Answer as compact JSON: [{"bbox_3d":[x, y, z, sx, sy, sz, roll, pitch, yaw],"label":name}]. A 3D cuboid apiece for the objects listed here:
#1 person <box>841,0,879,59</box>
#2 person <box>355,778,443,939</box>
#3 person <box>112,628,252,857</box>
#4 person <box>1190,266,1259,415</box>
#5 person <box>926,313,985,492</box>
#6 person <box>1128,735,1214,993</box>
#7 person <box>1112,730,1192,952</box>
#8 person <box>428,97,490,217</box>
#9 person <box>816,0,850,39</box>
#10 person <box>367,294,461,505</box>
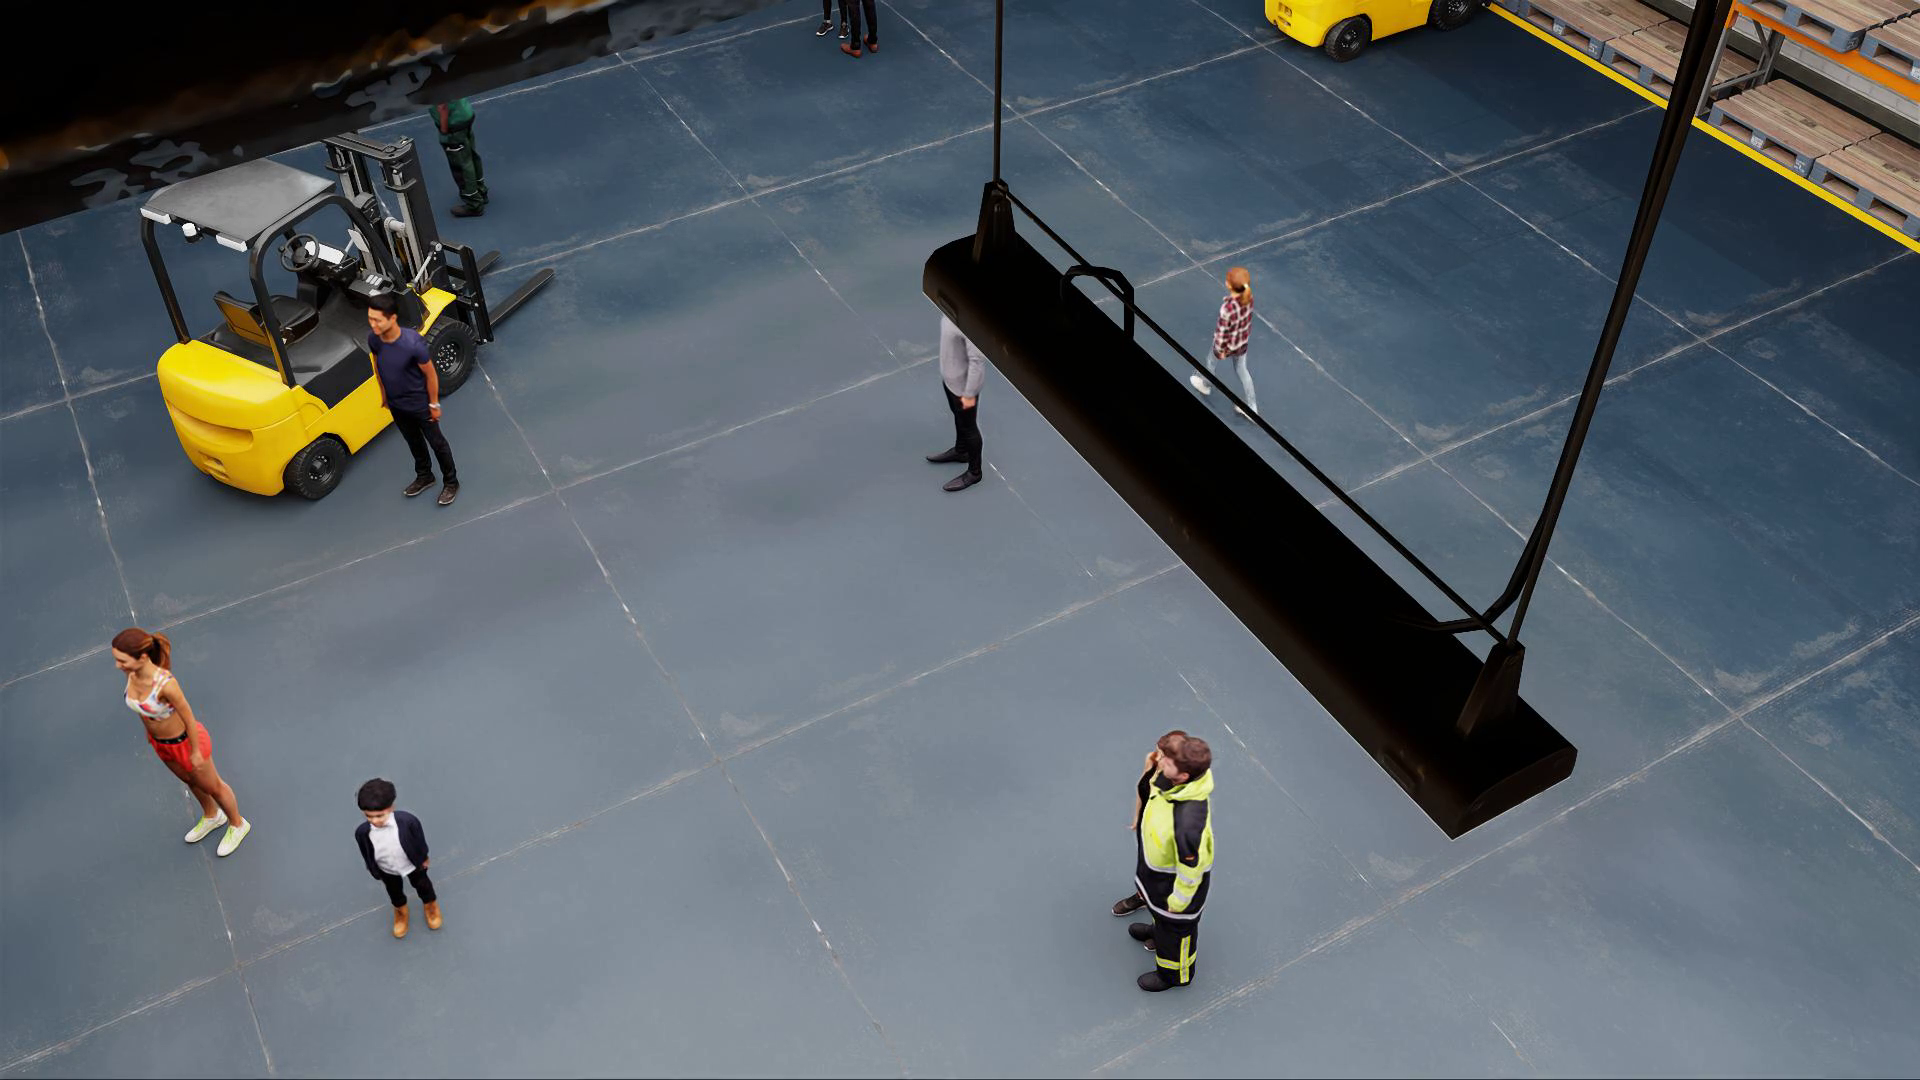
[{"bbox_3d":[-1.049,-5.845,16.906,0.720,1.882,0.570,-26,50,-25],"label":"person"},{"bbox_3d":[-3.176,1.775,9.385,0.550,1.223,0.542,-10,44,-10],"label":"person"},{"bbox_3d":[-4.520,1.152,9.627,0.653,1.791,0.733,20,47,20],"label":"person"},{"bbox_3d":[2.146,-1.515,12.795,0.573,1.283,0.923,-26,50,-25],"label":"person"},{"bbox_3d":[0.022,-1.202,12.004,0.848,1.922,0.625,-13,45,-13],"label":"person"},{"bbox_3d":[1.158,1.720,8.894,0.930,1.980,0.784,-2,44,-2],"label":"person"},{"bbox_3d":[1.134,1.624,9.178,0.621,1.726,0.451,-23,48,-22],"label":"person"},{"bbox_3d":[-4.478,-3.722,14.709,0.849,1.839,0.759,5,44,5],"label":"person"},{"bbox_3d":[-1.331,-6.058,17.302,0.612,1.644,0.675,11,45,12],"label":"person"},{"bbox_3d":[-3.926,-1.022,11.909,0.683,1.792,0.769,14,45,14],"label":"person"}]
